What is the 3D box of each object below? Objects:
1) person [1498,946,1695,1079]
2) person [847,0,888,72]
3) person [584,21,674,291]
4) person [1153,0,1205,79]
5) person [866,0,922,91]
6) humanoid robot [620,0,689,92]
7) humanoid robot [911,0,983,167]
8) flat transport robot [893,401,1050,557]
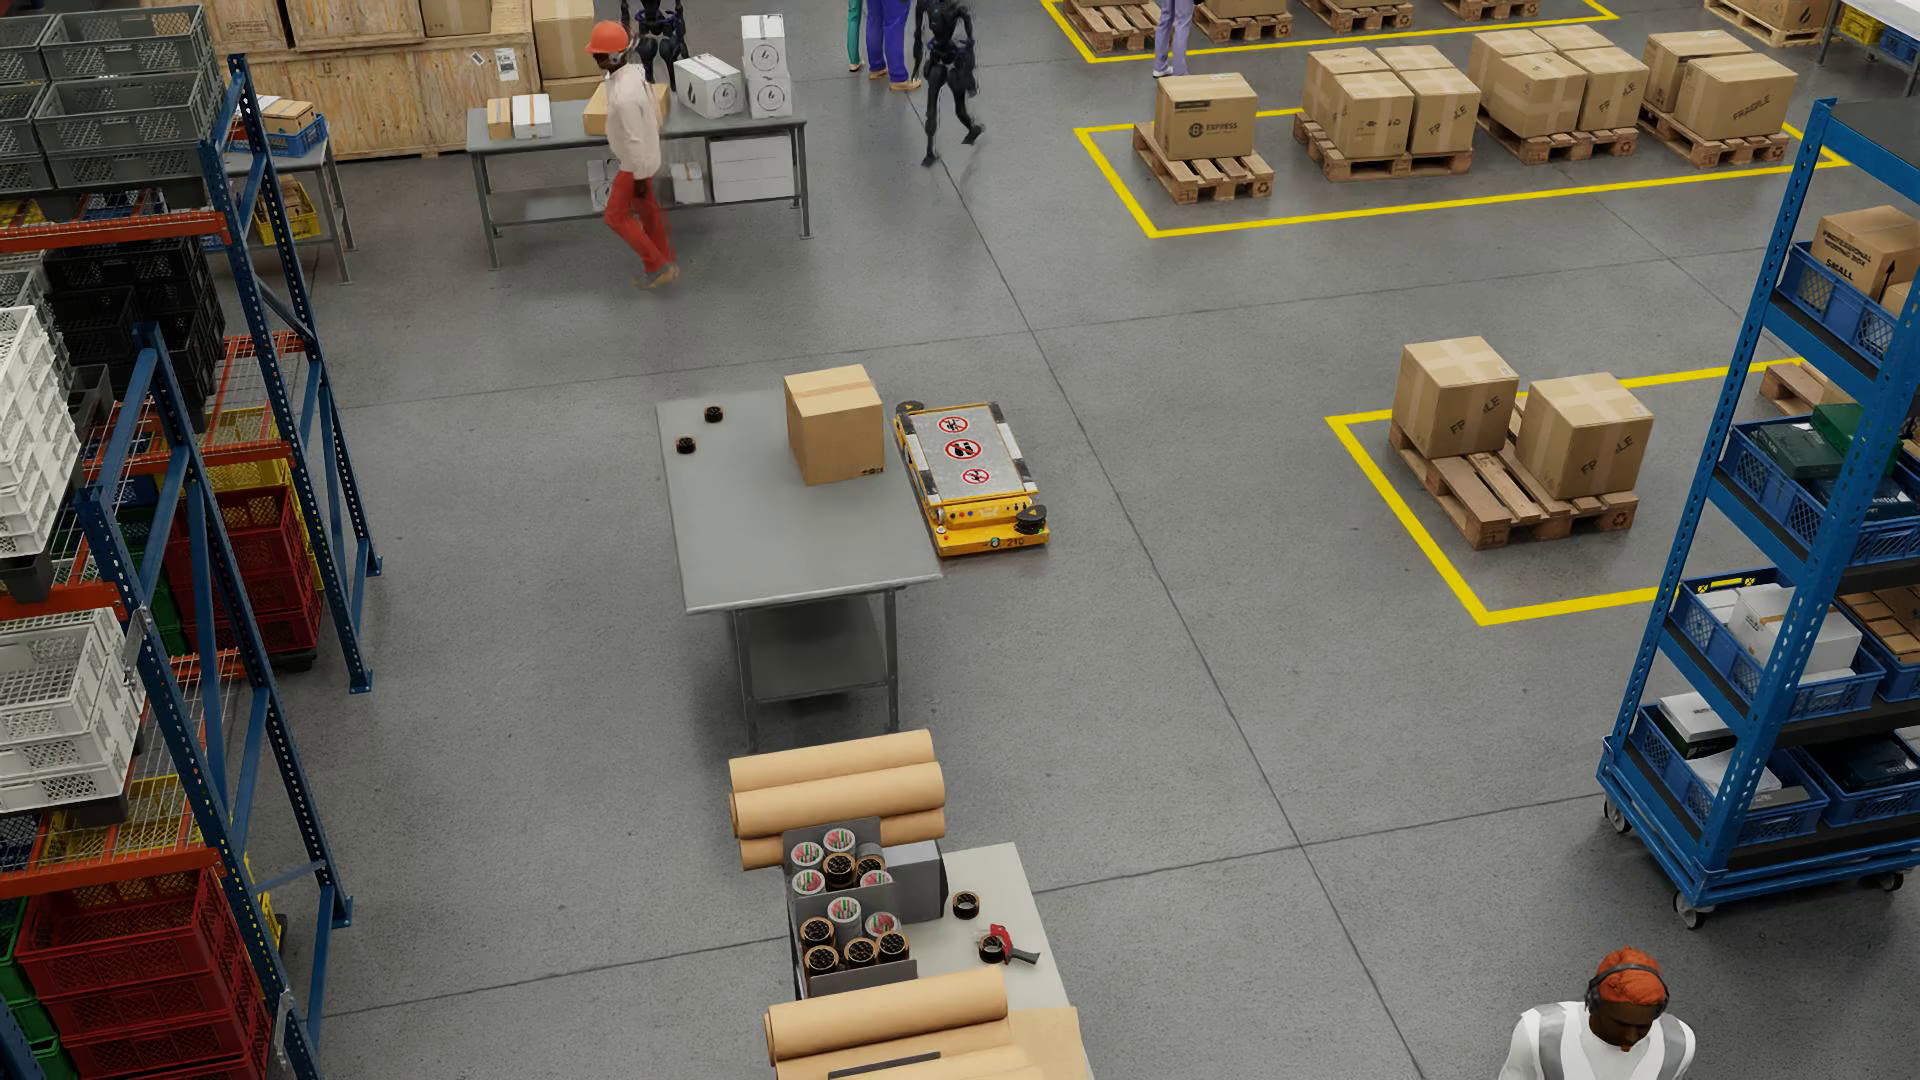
[{"bbox_3d":[2.005,2.020,5.488,0.574,1.882,0.356,0,37,0],"label":"person"},{"bbox_3d":[-0.856,-5.157,15.230,0.530,1.767,0.326,19,41,23],"label":"person"},{"bbox_3d":[-2.317,-2.670,11.708,0.470,1.980,0.614,-3,37,-3],"label":"person"},{"bbox_3d":[2.006,-5.080,14.994,0.377,1.922,0.592,-21,42,-26],"label":"person"},{"bbox_3d":[-0.614,-5.082,14.901,0.537,2.000,0.671,-23,42,-27],"label":"person"},{"bbox_3d":[-2.583,-4.276,14.117,0.579,1.652,0.308,7,37,9],"label":"humanoid robot"},{"bbox_3d":[-0.096,-3.941,13.722,0.651,1.640,0.732,15,39,20],"label":"humanoid robot"},{"bbox_3d":[0.046,-0.430,10.108,0.652,0.197,1.431,-8,37,-10],"label":"flat transport robot"}]
